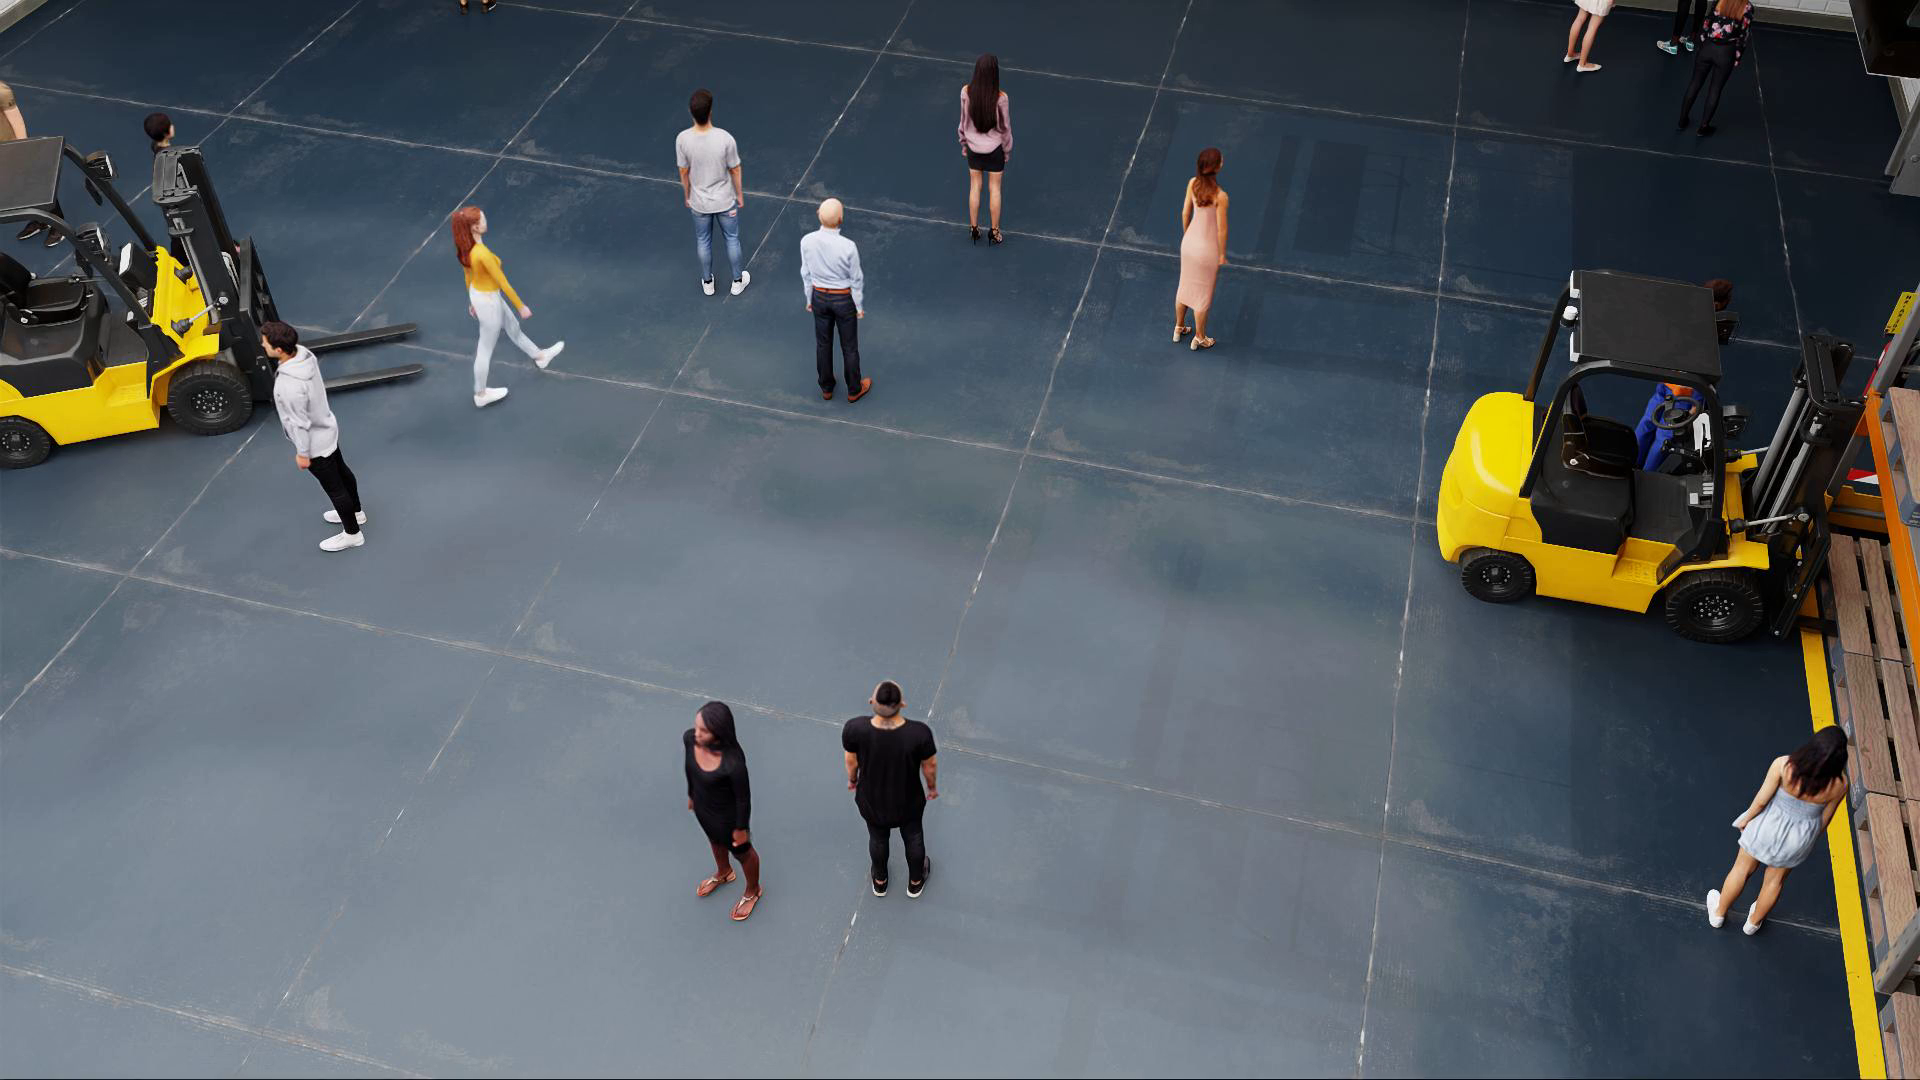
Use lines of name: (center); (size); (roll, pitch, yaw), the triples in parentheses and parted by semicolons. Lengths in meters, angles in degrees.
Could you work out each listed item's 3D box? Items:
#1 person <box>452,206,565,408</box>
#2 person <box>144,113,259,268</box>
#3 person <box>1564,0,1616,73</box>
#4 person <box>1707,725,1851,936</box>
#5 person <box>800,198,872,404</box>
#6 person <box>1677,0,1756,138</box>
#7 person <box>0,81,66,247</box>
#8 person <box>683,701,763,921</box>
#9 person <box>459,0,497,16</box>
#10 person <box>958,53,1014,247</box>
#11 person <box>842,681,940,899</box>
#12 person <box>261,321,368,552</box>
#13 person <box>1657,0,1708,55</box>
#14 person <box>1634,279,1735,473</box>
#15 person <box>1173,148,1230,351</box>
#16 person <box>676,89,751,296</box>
person: (-3.730, -1.755, 12.891); (1.158, 1.709, 0.998); (-29, 51, -27)
person: (-6.687, -2.843, 14.148); (1.120, 1.551, 0.991); (-28, 50, -26)
person: (6.524, -5.642, 16.969); (0.707, 1.712, 0.624); (-14, 45, -14)
person: (4.603, 1.630, 9.322); (0.604, 1.731, 0.551); (15, 46, 15)
person: (-0.973, -1.854, 12.936); (0.625, 1.791, 0.535); (10, 45, 11)
person: (7.299, -4.704, 16.005); (0.655, 1.683, 0.659); (34, 53, 30)
person: (-8.322, -3.469, 14.587); (0.696, 1.852, 0.621); (18, 46, 18)
person: (-1.351, 1.522, 9.444); (0.683, 1.719, 0.654); (30, 51, 27)
person: (-5.369, -6.505, 17.877); (0.684, 1.709, 0.649); (-3, 44, -3)
person: (0.222, -3.400, 14.544); (0.633, 1.810, 0.538); (13, 45, 13)
person: (-0.386, 1.400, 9.468); (0.724, 1.862, 0.646); (3, 44, 3)
person: (-4.516, -0.750, 11.676); (0.827, 1.931, 0.697); (-7, 44, -7)
person: (7.676, -5.915, 17.184); (0.689, 1.811, 0.692); (-12, 45, -12)
person: (5.247, -1.124, 12.117); (0.841, 1.864, 0.695); (-6, 44, -6)
person: (1.944, -2.345, 13.422); (0.683, 1.831, 0.666); (-32, 52, -29)
person: (-2.080, -2.903, 13.965); (0.730, 1.889, 0.661); (0, 44, 0)
